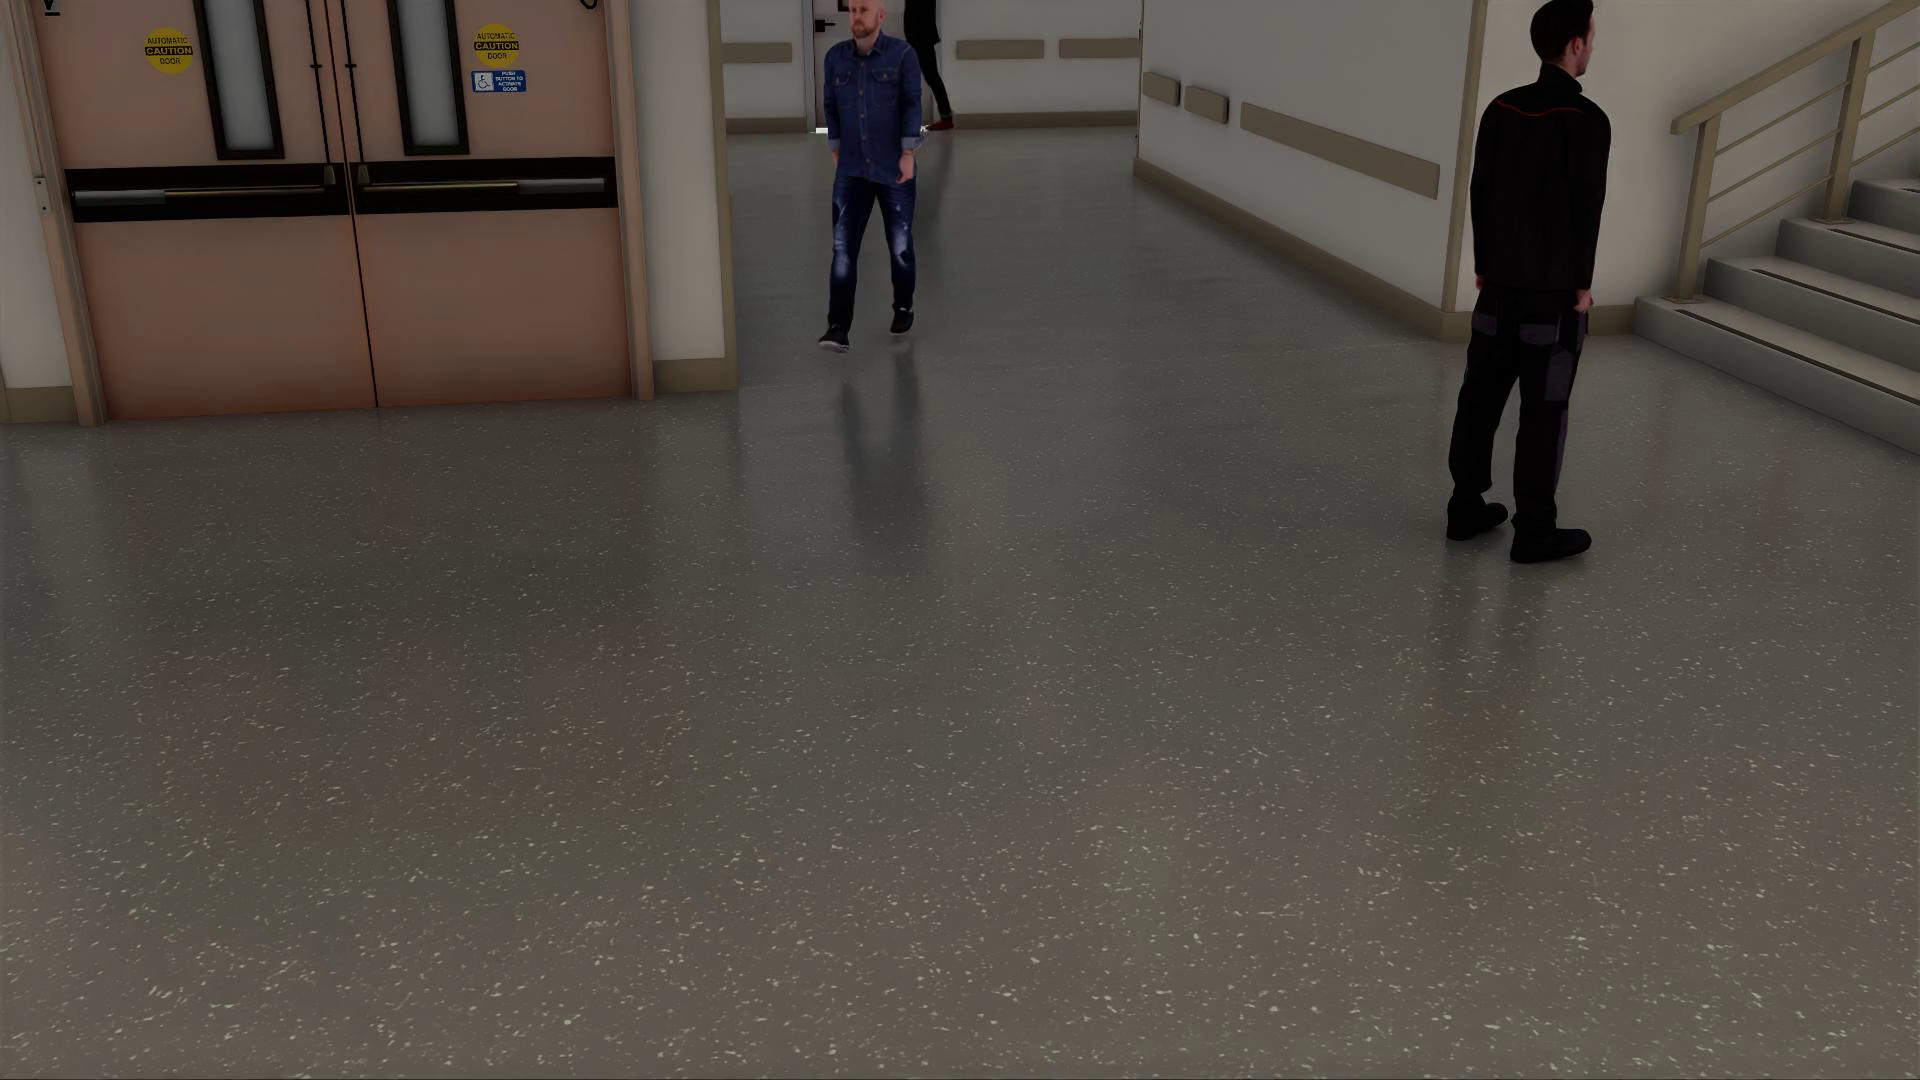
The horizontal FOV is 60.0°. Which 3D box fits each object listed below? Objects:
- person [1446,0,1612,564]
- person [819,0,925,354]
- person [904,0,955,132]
[{"bbox_3d":[1.990,-0.885,5.762,0.723,1.916,0.763,-12,24,-29],"label":"person"},{"bbox_3d":[-0.403,-1.870,8.561,1.224,1.775,1.076,5,21,12],"label":"person"},{"bbox_3d":[-0.313,-5.029,16.907,1.135,1.772,0.768,-5,21,-13],"label":"person"}]
